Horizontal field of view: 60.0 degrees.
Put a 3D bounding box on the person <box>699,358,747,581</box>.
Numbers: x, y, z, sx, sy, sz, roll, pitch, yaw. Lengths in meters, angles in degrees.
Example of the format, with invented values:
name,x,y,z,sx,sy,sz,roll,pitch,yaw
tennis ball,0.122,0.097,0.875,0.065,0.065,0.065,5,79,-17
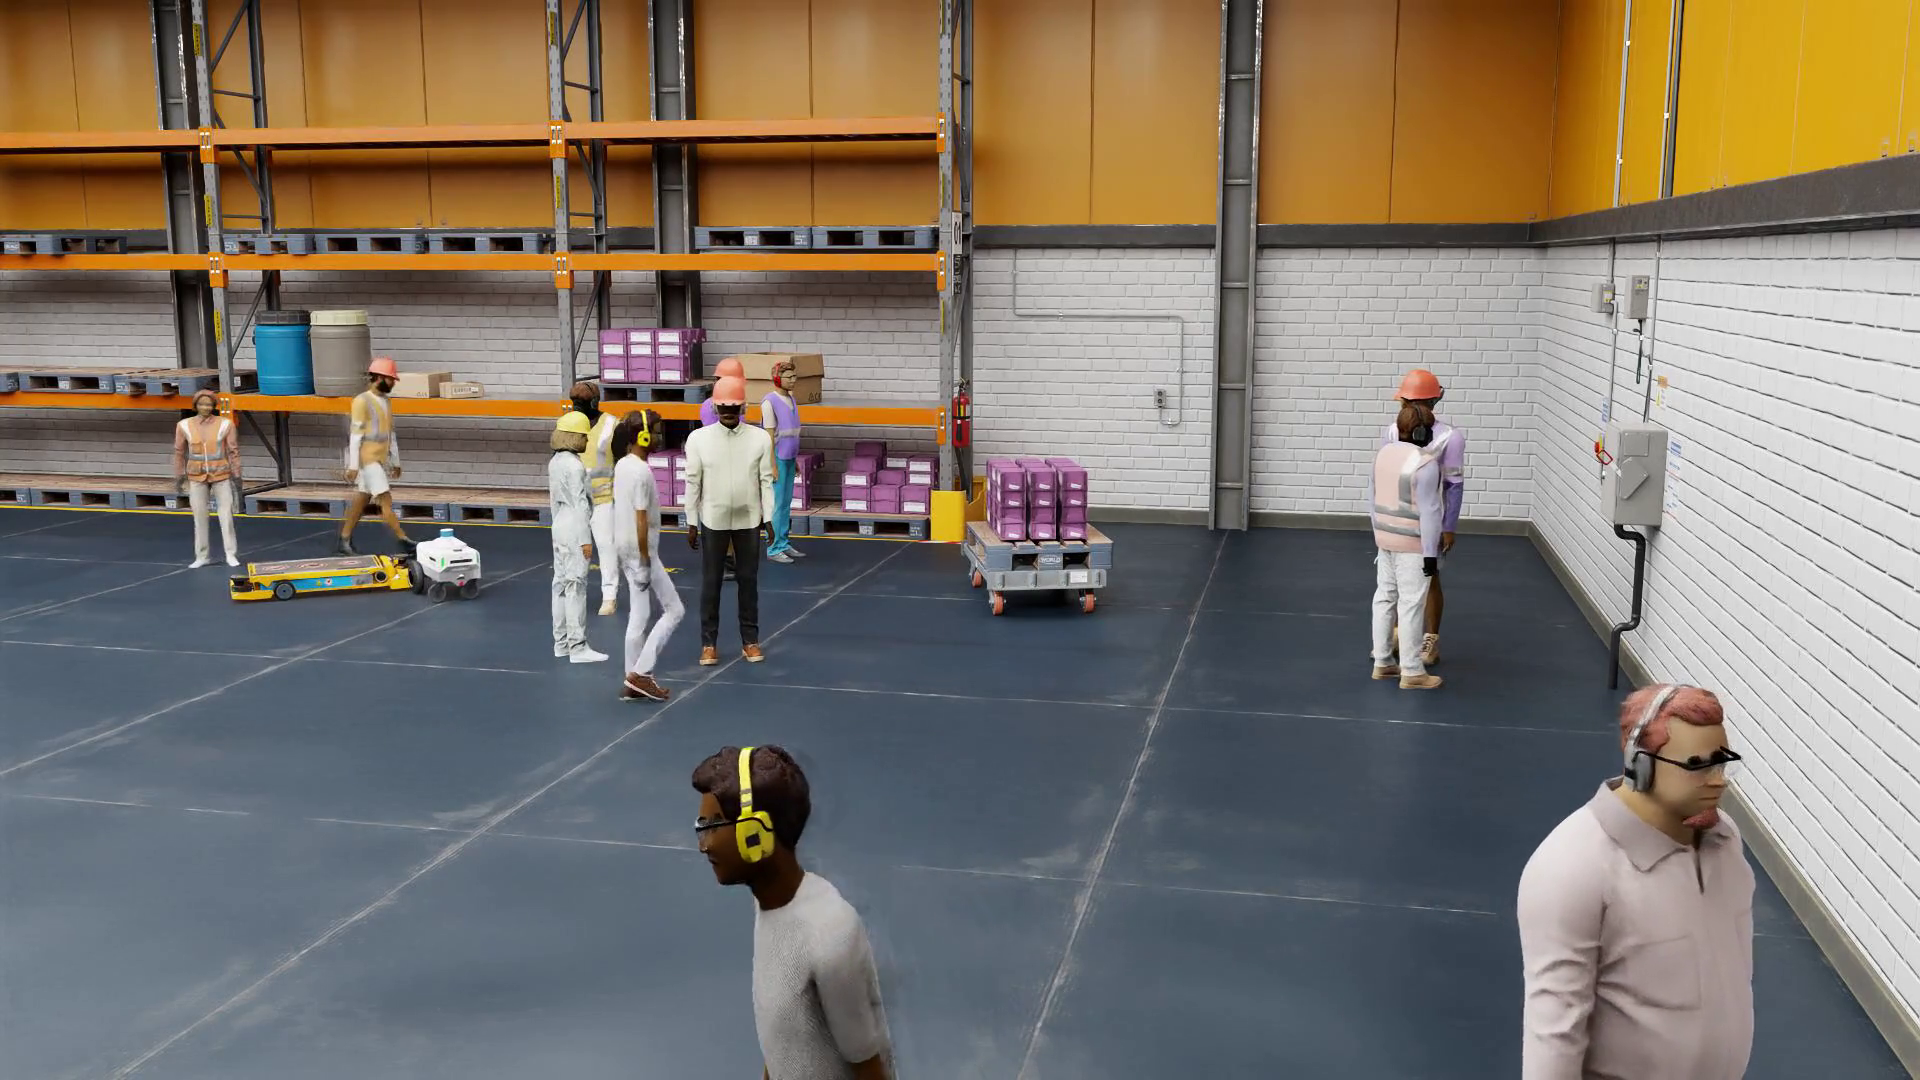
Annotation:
name,x,y,z,sx,sy,sz,roll,pitch,yaw
person,-2.008,-0.618,14.483,0.365,1.934,0.544,5,11,26

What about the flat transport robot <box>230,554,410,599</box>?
name,x,y,z,sx,sy,sz,roll,pitch,yaw
flat transport robot,-5.347,0.299,13.967,1.431,0.197,0.652,-4,10,-24

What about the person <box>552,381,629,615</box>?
name,x,y,z,sx,sy,sz,roll,pitch,yaw
person,-2.911,-0.324,13.032,0.619,1.838,0.430,2,10,11

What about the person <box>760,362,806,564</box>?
name,x,y,z,sx,sy,sz,roll,pitch,yaw
person,-1.650,-0.716,15.327,0.390,1.844,0.563,3,10,16

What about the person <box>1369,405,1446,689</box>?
name,x,y,z,sx,sy,sz,roll,pitch,yaw
person,2.924,0.040,10.856,0.430,1.844,0.623,-4,10,-21

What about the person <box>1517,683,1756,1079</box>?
name,x,y,z,sx,sy,sz,roll,pitch,yaw
person,1.477,1.235,3.594,0.651,1.905,0.403,-6,11,-33

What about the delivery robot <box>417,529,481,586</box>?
name,x,y,z,sx,sy,sz,roll,pitch,yaw
delivery robot,-4.221,0.152,13.718,0.477,0.478,0.707,-6,12,-33

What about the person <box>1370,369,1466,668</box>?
name,x,y,z,sx,sy,sz,roll,pitch,yaw
person,3.123,-0.145,11.365,0.395,2.040,0.609,-8,13,-41

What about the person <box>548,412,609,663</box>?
name,x,y,z,sx,sy,sz,roll,pitch,yaw
person,-2.665,-0.023,11.545,0.311,1.735,0.484,-7,12,-35

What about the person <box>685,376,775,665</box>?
name,x,y,z,sx,sy,sz,roll,pitch,yaw
person,-1.572,-0.132,11.428,0.621,1.989,0.398,-3,10,-17

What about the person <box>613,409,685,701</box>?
name,x,y,z,sx,sy,sz,roll,pitch,yaw
person,-1.978,0.102,10.465,0.399,1.858,0.519,-6,11,-33

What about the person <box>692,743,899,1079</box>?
name,x,y,z,sx,sy,sz,roll,pitch,yaw
person,-0.331,1.309,3.439,0.952,1.804,0.504,-2,10,-14

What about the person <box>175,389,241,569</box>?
name,x,y,z,sx,sy,sz,roll,pitch,yaw
person,-6.756,-0.546,14.971,0.536,1.627,0.322,-3,10,-15

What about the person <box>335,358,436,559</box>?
name,x,y,z,sx,sy,sz,roll,pitch,yaw
person,-5.367,-0.738,15.379,1.020,1.869,0.585,1,10,5
